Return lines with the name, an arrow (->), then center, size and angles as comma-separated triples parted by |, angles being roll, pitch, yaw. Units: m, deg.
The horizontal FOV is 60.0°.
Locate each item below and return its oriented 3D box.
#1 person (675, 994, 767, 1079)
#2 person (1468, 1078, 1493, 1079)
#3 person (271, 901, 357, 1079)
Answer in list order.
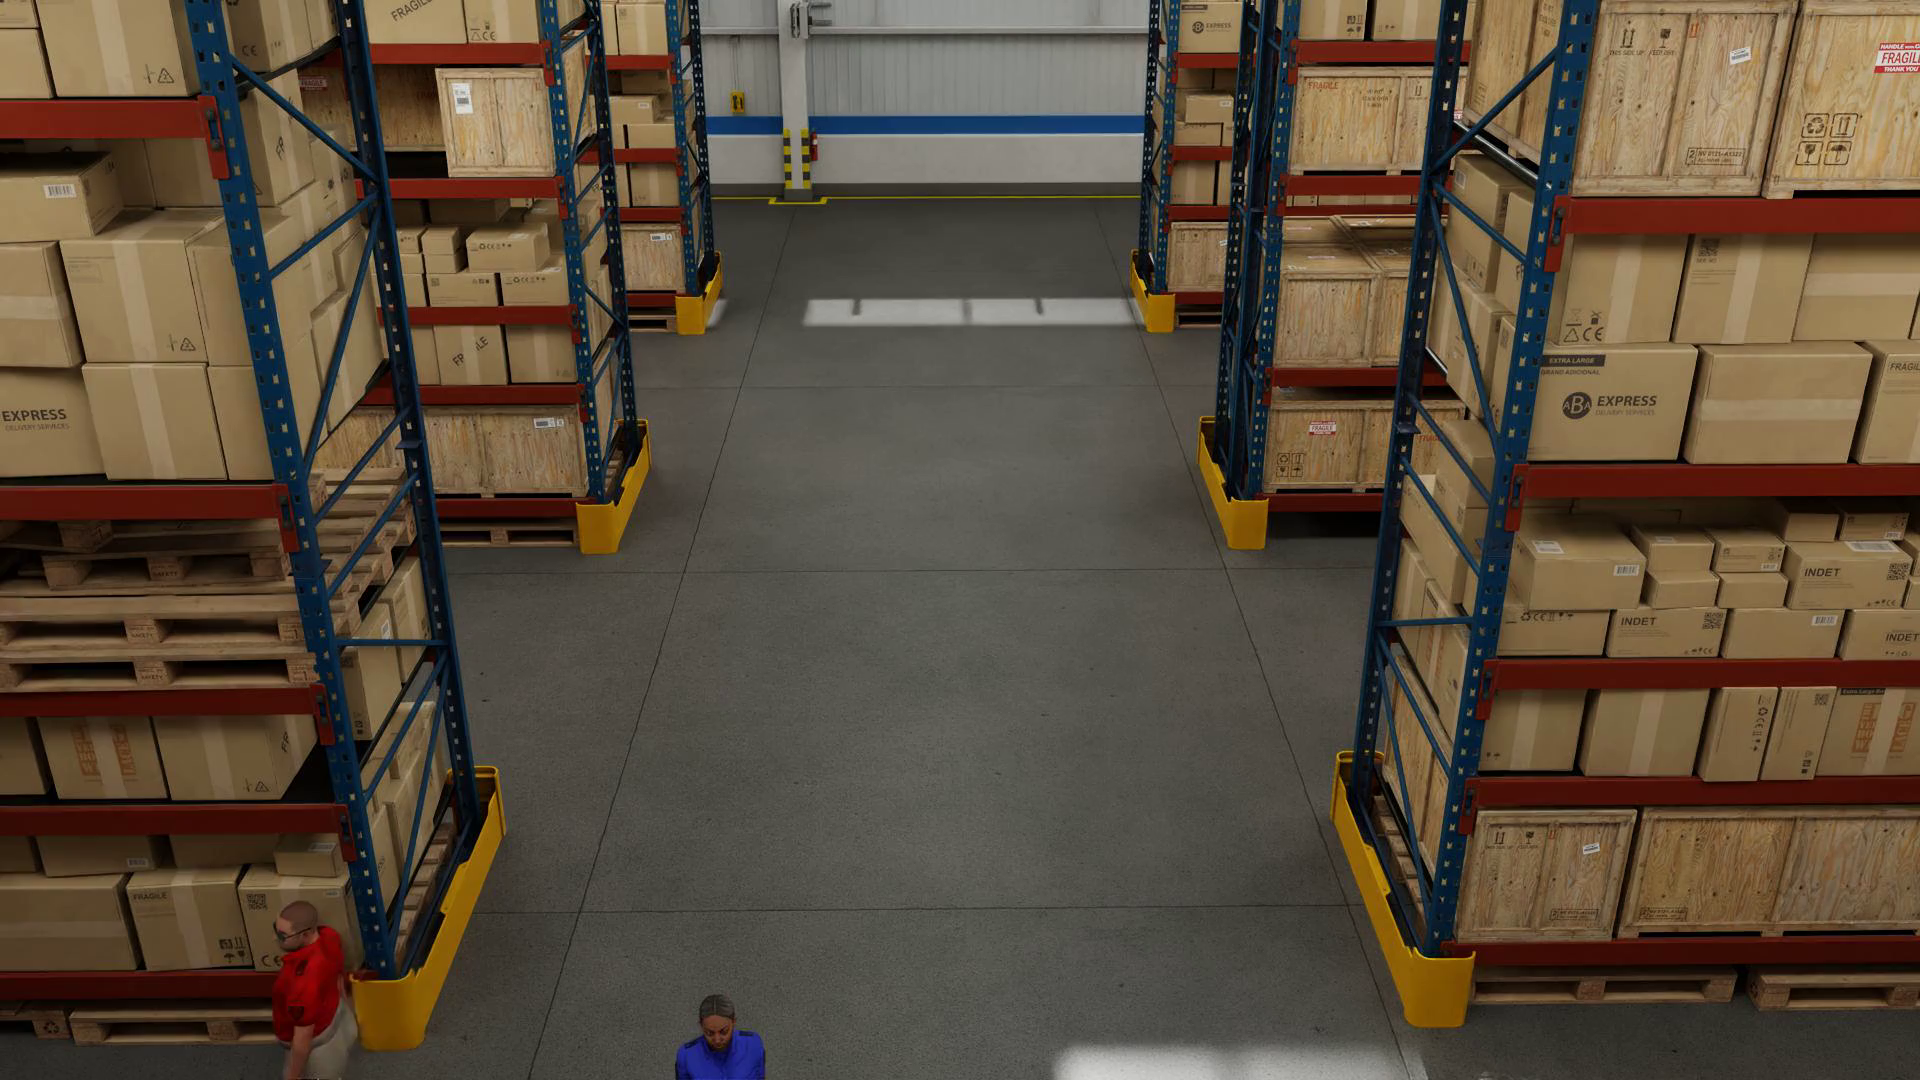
person -> -1.100, 2.855, 7.895 | 0.439, 1.660, 0.334 | -7, 26, -15
person -> 2.226, 3.049, 7.497 | 0.518, 1.648, 1.025 | -17, 30, -31
person -> -3.259, 2.554, 8.436 | 0.751, 1.720, 0.567 | 0, 25, -1
